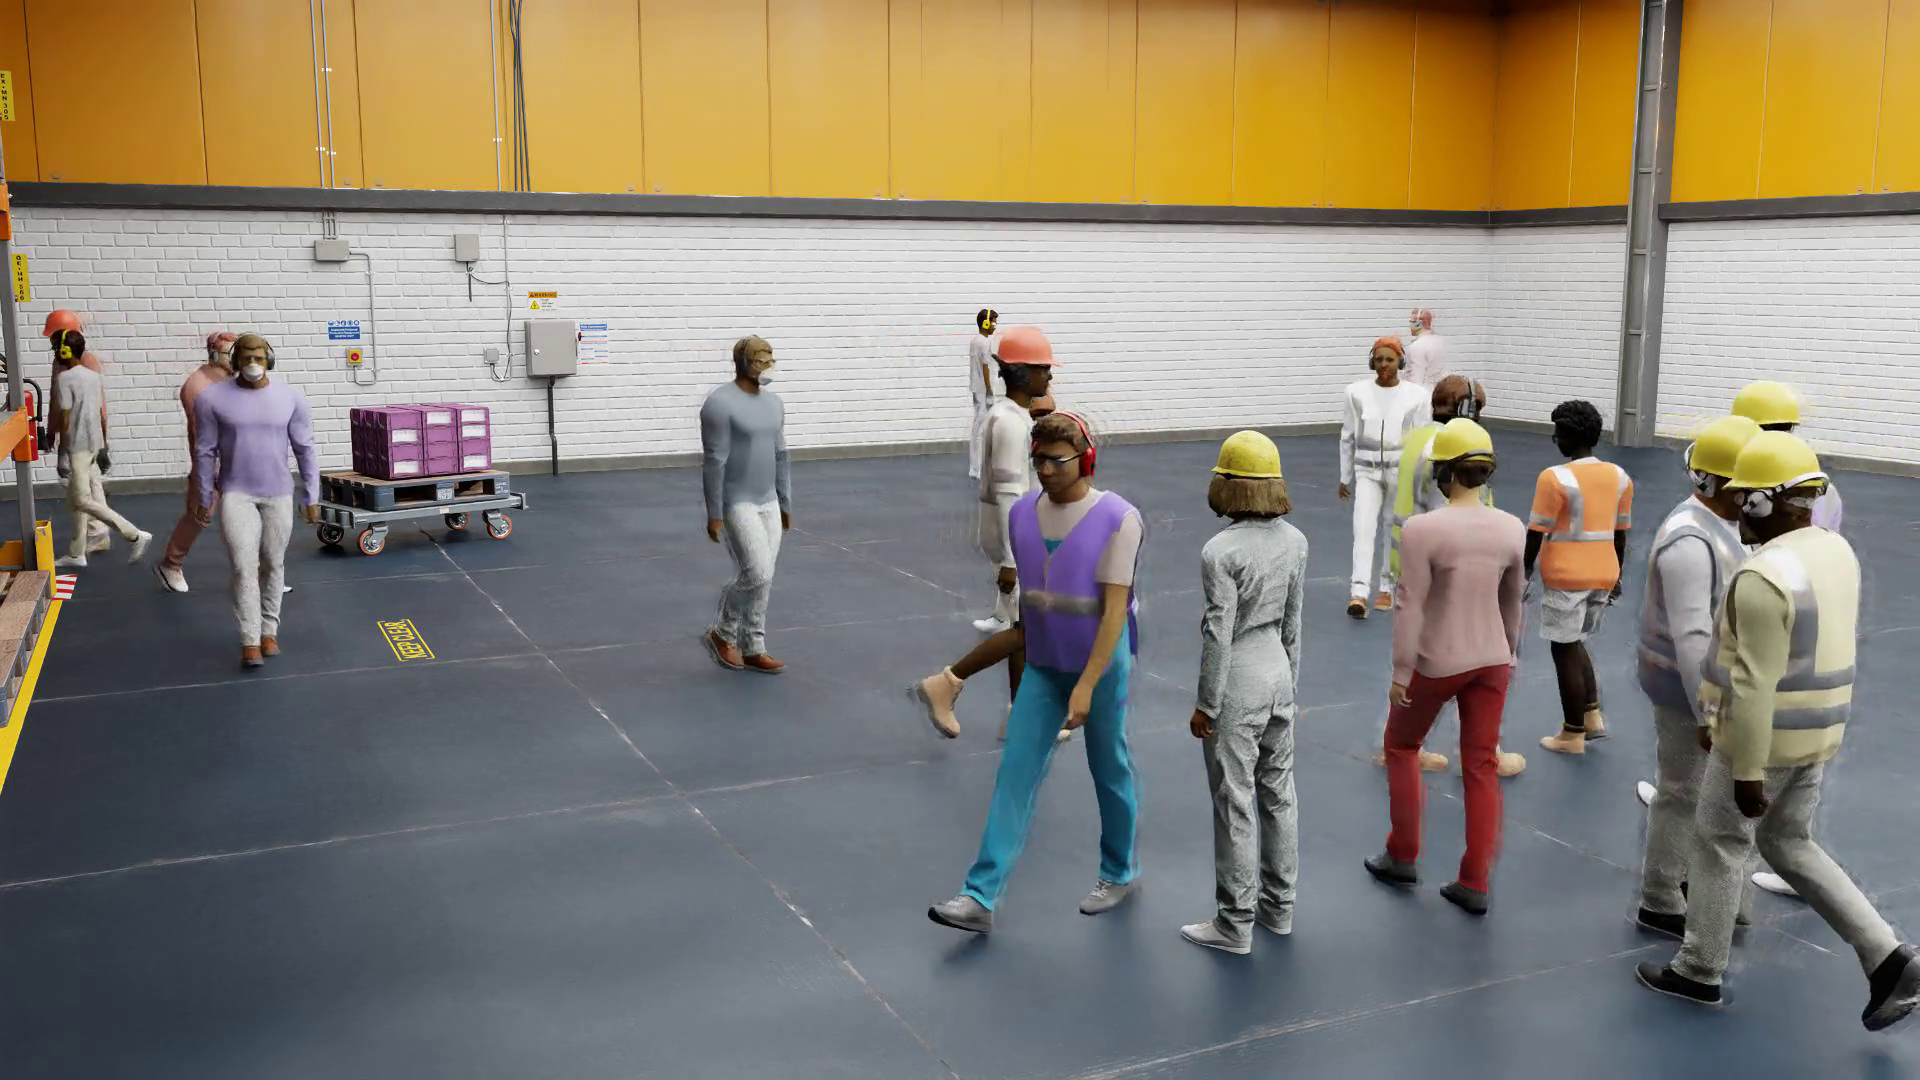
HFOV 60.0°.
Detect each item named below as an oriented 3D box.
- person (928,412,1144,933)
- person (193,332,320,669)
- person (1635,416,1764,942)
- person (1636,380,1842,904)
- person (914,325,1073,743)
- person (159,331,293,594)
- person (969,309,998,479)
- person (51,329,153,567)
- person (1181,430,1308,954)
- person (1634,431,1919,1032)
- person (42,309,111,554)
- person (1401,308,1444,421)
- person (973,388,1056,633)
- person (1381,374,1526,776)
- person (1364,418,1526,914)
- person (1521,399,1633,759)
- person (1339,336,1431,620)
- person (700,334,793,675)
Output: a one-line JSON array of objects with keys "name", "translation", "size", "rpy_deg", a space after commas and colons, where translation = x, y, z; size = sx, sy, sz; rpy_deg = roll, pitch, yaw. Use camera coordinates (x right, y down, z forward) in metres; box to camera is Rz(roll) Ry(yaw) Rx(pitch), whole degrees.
[{"name": "person", "translation": [0.312, 0.471, 5.645], "size": [0.561, 1.790, 0.956], "rpy_deg": [7, 12, 38]}, {"name": "person", "translation": [-4.013, -0.225, 9.564], "size": [0.662, 1.910, 0.846], "rpy_deg": [-5, 11, -29]}, {"name": "person", "translation": [2.488, 0.490, 5.472], "size": [0.487, 1.803, 0.611], "rpy_deg": [7, 11, 36]}, {"name": "person", "translation": [2.947, 0.340, 6.241], "size": [0.591, 1.859, 1.035], "rpy_deg": [-4, 10, -23]}, {"name": "person", "translation": [0.177, 0.003, 7.842], "size": [0.655, 2.028, 0.614], "rpy_deg": [0, 9, 0]}, {"name": "person", "translation": [-5.246, -0.538, 11.688], "size": [0.975, 1.867, 0.637], "rpy_deg": [2, 9, 15]}, {"name": "person", "translation": [0.268, -1.598, 18.249], "size": [0.326, 1.865, 0.518], "rpy_deg": [-3, 10, -16]}, {"name": "person", "translation": [-6.600, -0.680, 12.637], "size": [0.798, 1.842, 0.527], "rpy_deg": [0, 9, 1]}, {"name": "person", "translation": [0.948, 0.504, 5.579], "size": [0.494, 1.743, 0.302], "rpy_deg": [-8, 12, -41]}, {"name": "person", "translation": [2.468, 0.580, 4.925], "size": [0.595, 1.804, 0.749], "rpy_deg": [-7, 12, -38]}, {"name": "person", "translation": [-7.082, -0.852, 13.298], "size": [0.498, 1.966, 0.656], "rpy_deg": [-9, 13, -44]}, {"name": "person", "translation": [5.005, -1.548, 17.876], "size": [0.854, 1.880, 0.648], "rpy_deg": [7, 12, 38]}, {"name": "person", "translation": [0.383, -0.193, 10.291], "size": [0.713, 1.606, 0.533], "rpy_deg": [7, 12, 37]}, {"name": "person", "translation": [2.269, 0.167, 7.497], "size": [0.737, 1.801, 0.687], "rpy_deg": [0, 9, 0]}, {"name": "person", "translation": [1.741, 0.430, 6.002], "size": [0.563, 1.738, 0.674], "rpy_deg": [-3, 10, -16]}, {"name": "person", "translation": [2.862, 0.182, 7.788], "size": [0.535, 1.676, 0.406], "rpy_deg": [-5, 10, -29]}, {"name": "person", "translation": [2.756, -0.392, 10.831], "size": [0.610, 1.835, 0.955], "rpy_deg": [3, 10, 20]}, {"name": "person", "translation": [-1.151, -0.181, 9.276], "size": [0.436, 1.920, 0.647], "rpy_deg": [5, 11, 30]}]
